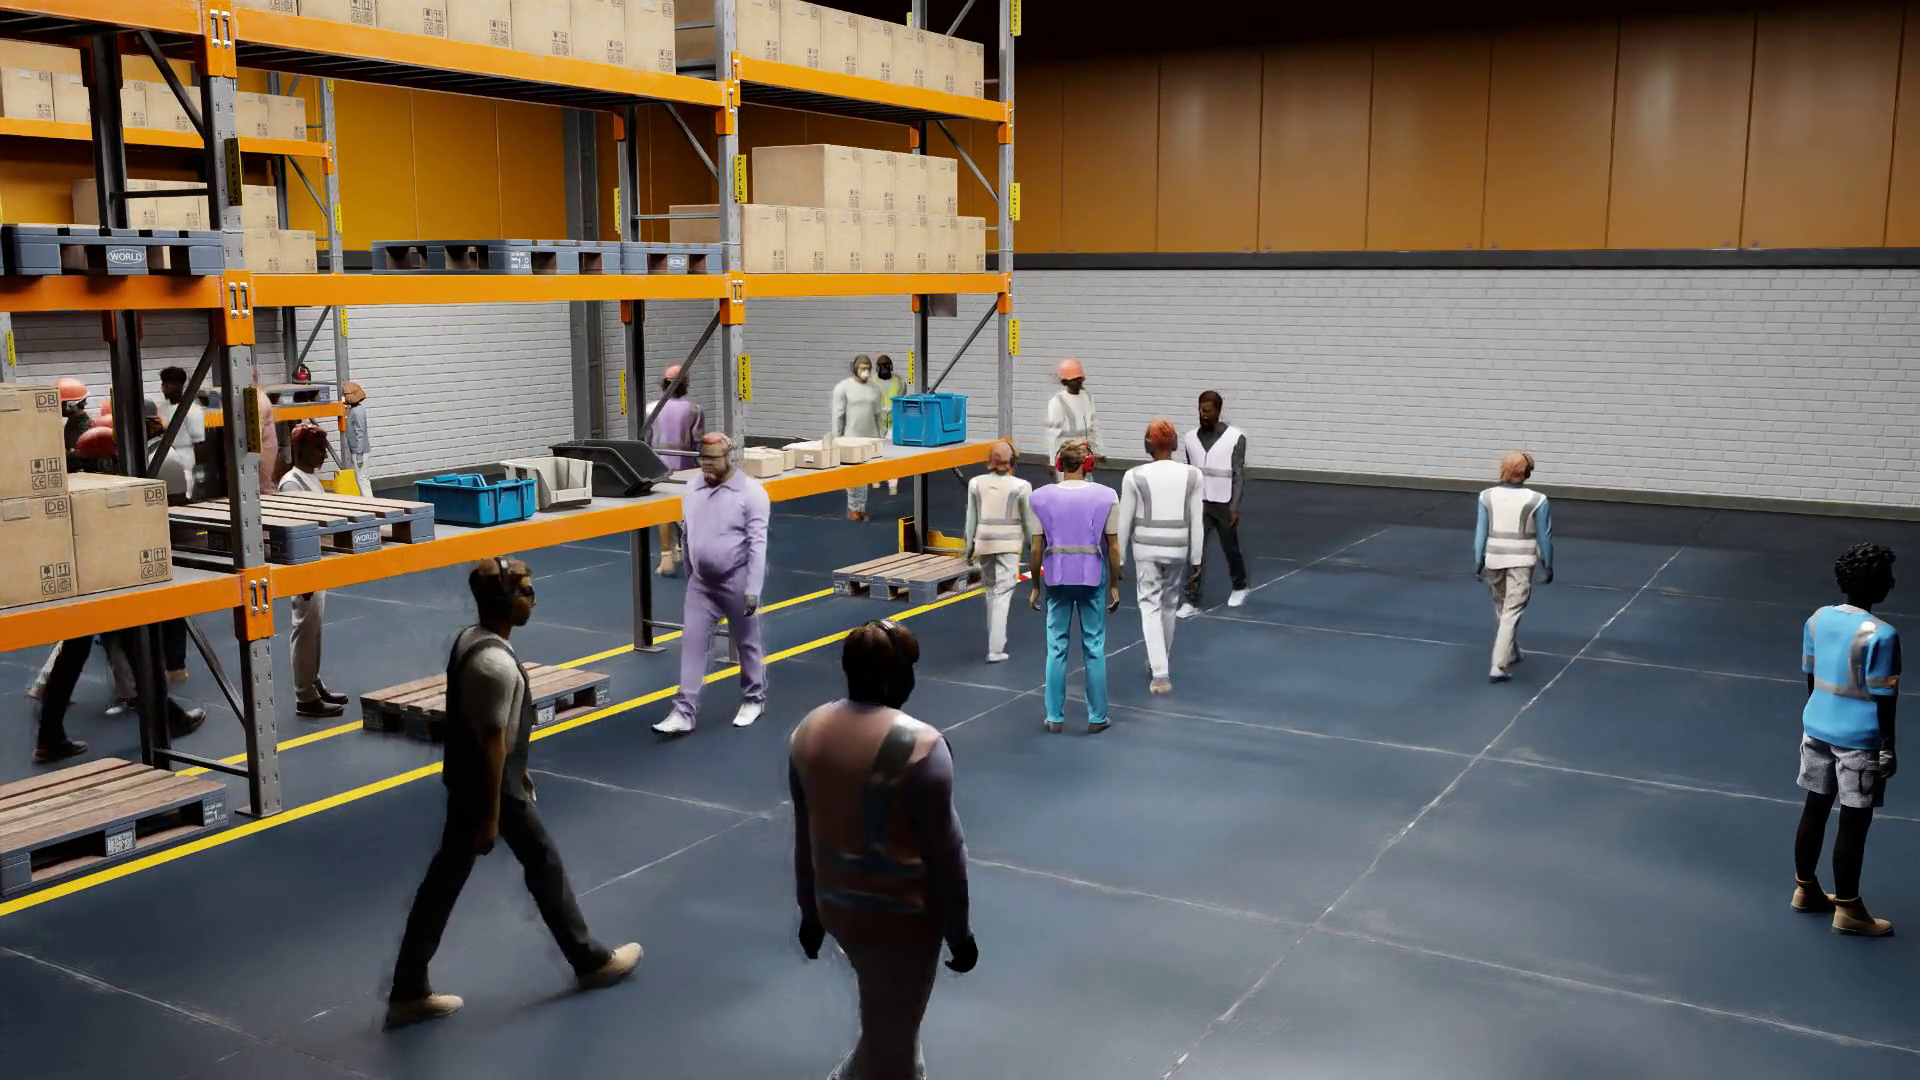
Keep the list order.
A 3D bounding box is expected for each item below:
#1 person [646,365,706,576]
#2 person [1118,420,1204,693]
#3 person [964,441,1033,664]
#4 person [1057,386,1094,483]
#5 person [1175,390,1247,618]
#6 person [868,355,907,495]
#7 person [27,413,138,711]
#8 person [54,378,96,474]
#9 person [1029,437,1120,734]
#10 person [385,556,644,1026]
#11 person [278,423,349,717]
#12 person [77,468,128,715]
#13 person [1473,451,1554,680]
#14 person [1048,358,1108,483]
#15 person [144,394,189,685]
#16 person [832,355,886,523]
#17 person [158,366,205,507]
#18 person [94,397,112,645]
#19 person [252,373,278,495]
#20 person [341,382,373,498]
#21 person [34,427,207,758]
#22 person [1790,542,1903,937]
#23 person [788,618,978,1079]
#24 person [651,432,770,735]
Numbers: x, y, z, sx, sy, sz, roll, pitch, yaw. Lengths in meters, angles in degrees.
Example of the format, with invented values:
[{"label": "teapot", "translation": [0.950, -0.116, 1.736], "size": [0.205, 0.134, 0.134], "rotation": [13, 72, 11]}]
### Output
[{"label": "person", "translation": [-2.759, -0.672, 15.888], "size": [0.684, 1.972, 1.100], "rotation": [-1, 9, -9]}, {"label": "person", "translation": [1.359, 0.099, 11.379], "size": [0.595, 1.859, 0.811], "rotation": [-2, 9, -10]}, {"label": "person", "translation": [0.335, 0.074, 12.297], "size": [0.545, 1.608, 0.738], "rotation": [4, 10, 25]}, {"label": "person", "translation": [1.267, -0.899, 18.297], "size": [0.433, 1.623, 0.538], "rotation": [-6, 11, -35]}, {"label": "person", "translation": [2.155, -0.323, 13.960], "size": [0.600, 1.883, 0.964], "rotation": [6, 11, 35]}, {"label": "person", "translation": [-1.003, -1.513, 21.634], "size": [0.639, 1.808, 0.922], "rotation": [-1, 9, -9]}, {"label": "person", "translation": [-5.646, 0.160, 10.748], "size": [0.789, 1.959, 0.648], "rotation": [-5, 10, -29]}, {"label": "person", "translation": [-7.234, -0.343, 13.716], "size": [0.613, 1.991, 0.392], "rotation": [9, 13, 44]}, {"label": "person", "translation": [0.702, 0.291, 10.237], "size": [0.564, 1.837, 0.388], "rotation": [1, 9, 6]}, {"label": "person", "translation": [-1.763, 0.944, 6.364], "size": [1.017, 1.786, 0.511], "rotation": [-7, 11, -36]}, {"label": "person", "translation": [-4.188, 0.188, 10.729], "size": [0.355, 1.887, 0.573], "rotation": [-2, 9, -11]}, {"label": "person", "translation": [-5.475, 0.328, 10.728], "size": [0.508, 1.611, 0.392], "rotation": [1, 9, 7]}, {"label": "person", "translation": [3.916, 0.169, 11.765], "size": [0.530, 1.593, 0.841], "rotation": [9, 13, 43]}, {"label": "person", "translation": [1.146, -0.901, 17.289], "size": [1.039, 1.986, 0.647], "rotation": [7, 12, 38]}, {"label": "person", "translation": [-5.652, -0.009, 11.475], "size": [0.673, 2.000, 0.535], "rotation": [8, 12, 41]}, {"label": "person", "translation": [-1.118, -1.142, 18.912], "size": [0.661, 1.920, 0.512], "rotation": [-6, 11, -32]}, {"label": "person", "translation": [-7.650, -0.760, 16.464], "size": [0.624, 1.946, 0.731], "rotation": [7, 11, 36]}, {"label": "person", "translation": [-6.331, -0.120, 12.577], "size": [0.545, 1.917, 0.653], "rotation": [7, 11, 37]}, {"label": "person", "translation": [-7.571, -0.955, 17.942], "size": [0.532, 1.866, 0.675], "rotation": [-8, 12, -42]}, {"label": "person", "translation": [-6.780, -0.962, 18.719], "size": [0.277, 1.628, 0.500], "rotation": [-4, 10, -25]}, {"label": "person", "translation": [-5.088, 0.299, 9.879], "size": [0.623, 1.947, 1.018], "rotation": [6, 11, 31]}, {"label": "person", "translation": [3.846, 0.850, 7.190], "size": [0.318, 1.697, 0.535], "rotation": [-2, 9, -10]}, {"label": "person", "translation": [-0.288, 1.140, 5.035], "size": [0.885, 1.816, 0.619], "rotation": [-8, 12, -41]}, {"label": "person", "translation": [-1.506, 0.282, 10.180], "size": [0.666, 1.863, 0.938], "rotation": [4, 10, 24]}]
